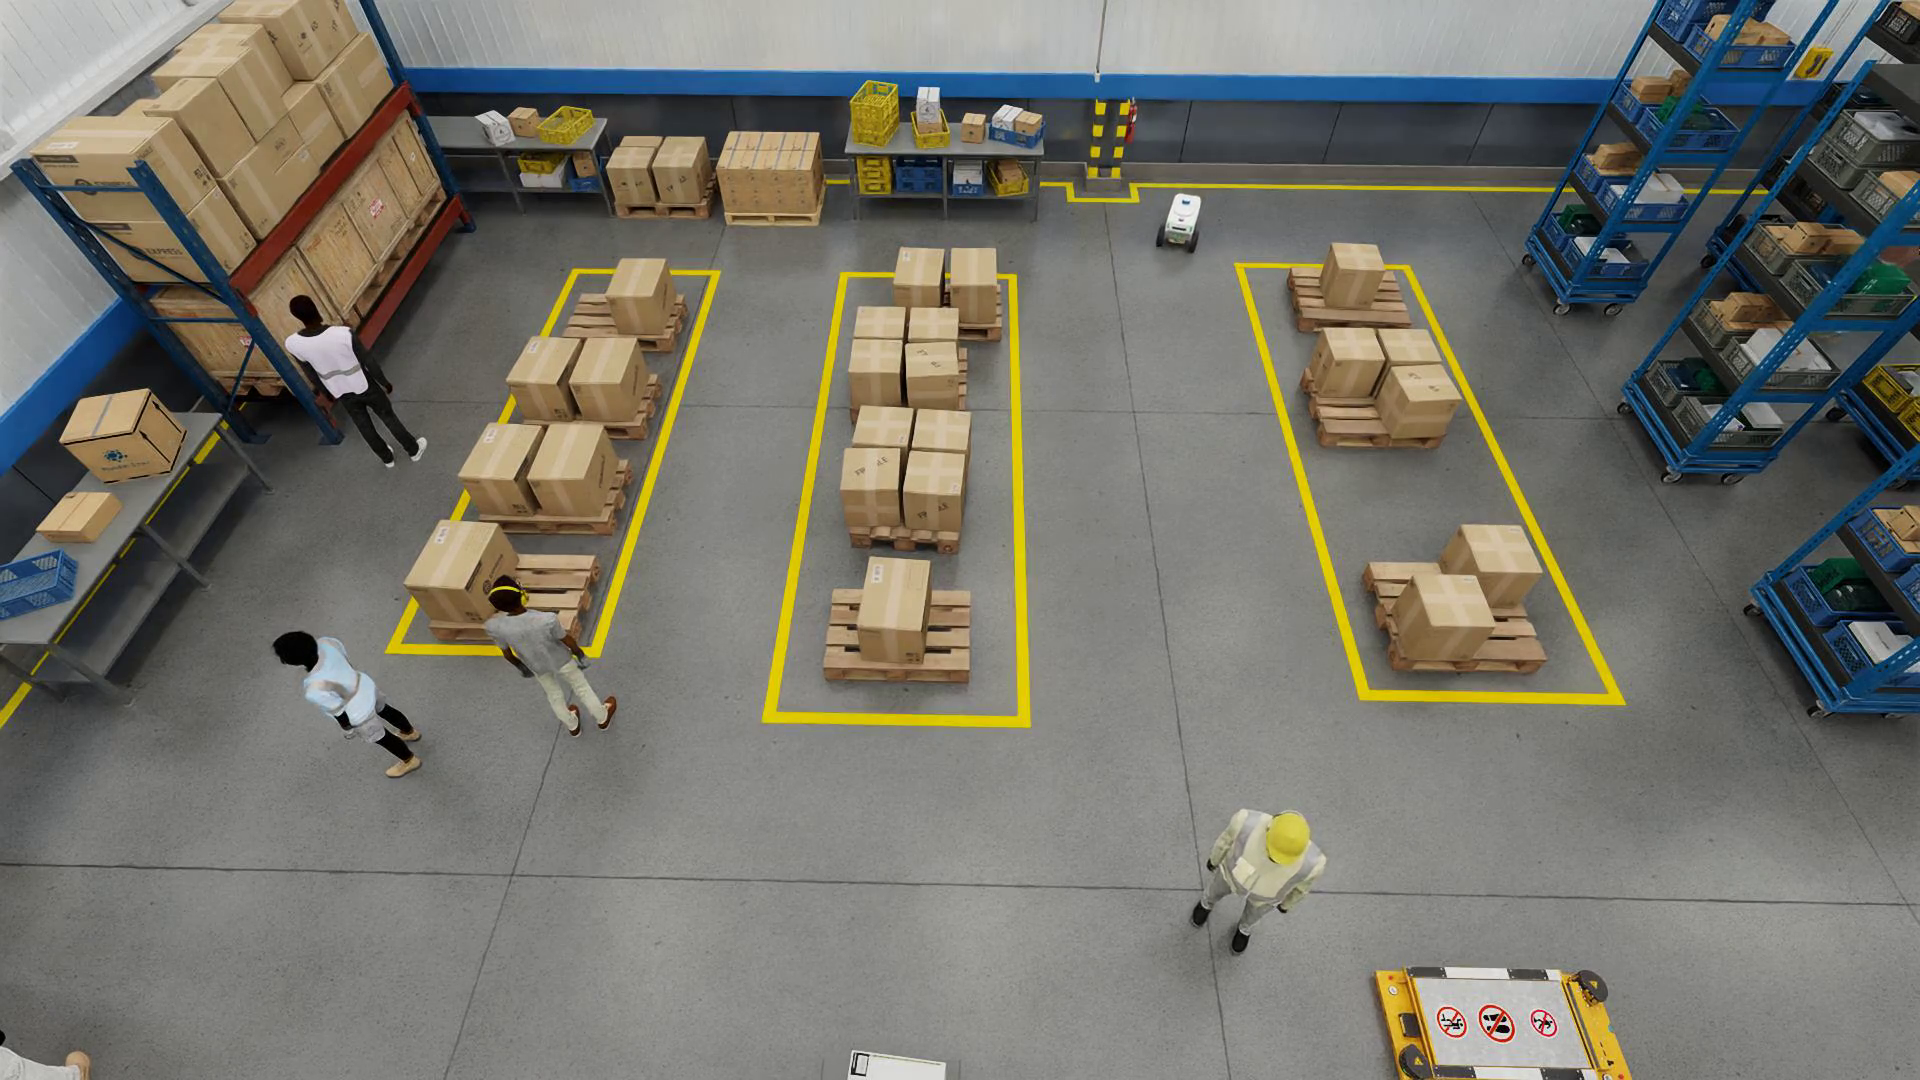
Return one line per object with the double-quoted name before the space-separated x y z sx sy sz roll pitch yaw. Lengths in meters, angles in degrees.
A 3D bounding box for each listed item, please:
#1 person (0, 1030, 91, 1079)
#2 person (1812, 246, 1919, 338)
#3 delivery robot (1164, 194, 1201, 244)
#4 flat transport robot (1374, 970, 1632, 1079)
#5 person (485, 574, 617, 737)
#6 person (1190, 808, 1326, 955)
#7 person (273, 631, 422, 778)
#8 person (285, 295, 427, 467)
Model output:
"person" -5.719 2.941 5.064 0.429 1.841 0.633 35 59 25
"person" 10.074 -3.118 9.910 0.391 1.991 0.626 17 53 14
"delivery robot" 2.814 -4.086 11.558 0.477 0.478 0.707 14 52 11
"flat transport robot" 3.501 3.133 5.914 1.431 0.197 0.652 1 51 1
"person" -3.011 0.873 6.730 0.514 1.876 0.328 -10 51 -8
"person" 1.835 2.120 5.747 0.594 1.823 0.403 28 56 21
"person" -4.371 1.169 6.599 0.318 1.699 0.535 -15 52 -12
"person" -5.686 -1.445 8.590 0.587 1.920 0.395 -13 52 -10
